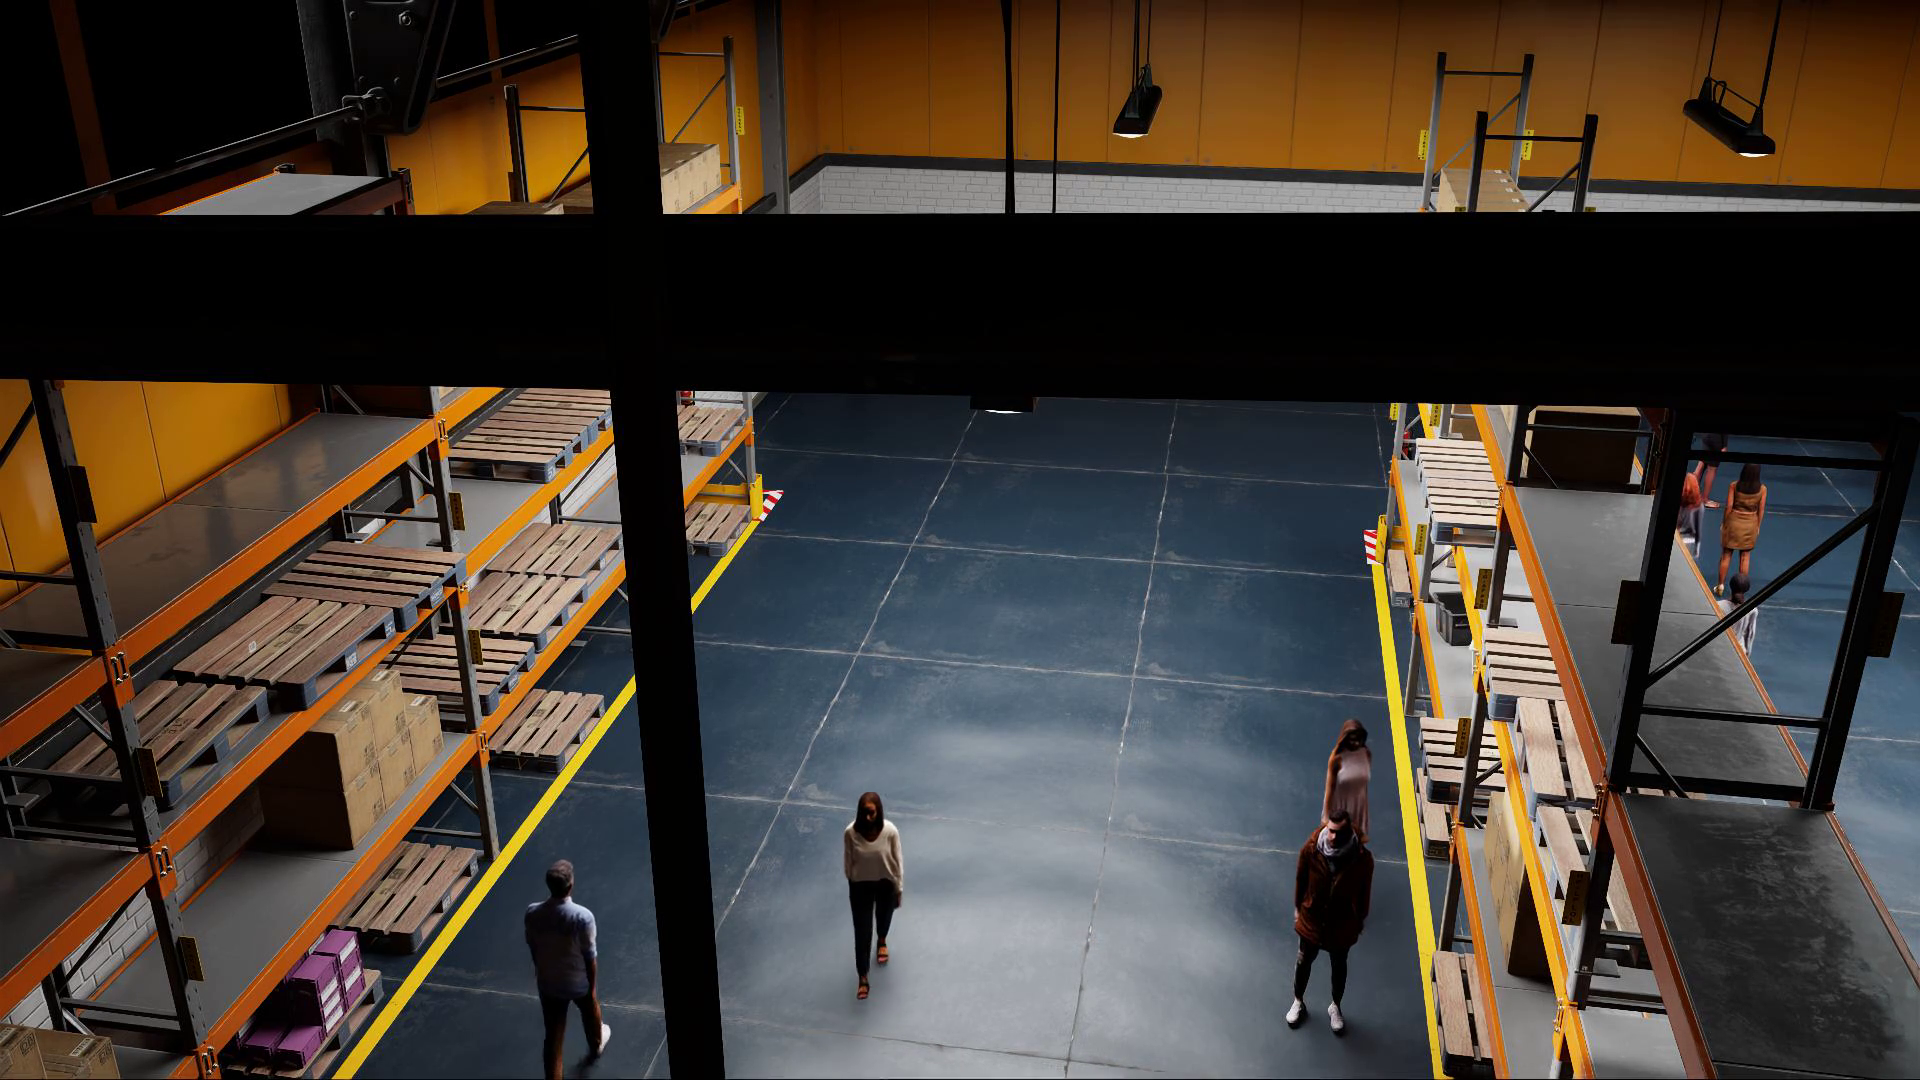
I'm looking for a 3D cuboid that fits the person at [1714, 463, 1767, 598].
[{"bbox_3d":[8.985,-0.142,19.153,0.591,1.688,0.543,7,25,16],"label":"person"}]

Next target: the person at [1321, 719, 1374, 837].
[{"bbox_3d":[3.151,2.234,13.618,0.654,1.768,0.688,-5,24,-12],"label":"person"}]

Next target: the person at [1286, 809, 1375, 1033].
[{"bbox_3d":[2.720,2.782,12.276,0.712,1.838,0.707,6,24,13],"label":"person"}]

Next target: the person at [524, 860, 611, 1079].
[{"bbox_3d":[-2.782,3.107,11.590,0.754,1.793,1.164,2,24,4],"label":"person"}]

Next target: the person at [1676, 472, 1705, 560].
[{"bbox_3d":[7.958,0.128,18.448,0.751,1.758,1.049,11,26,23],"label":"person"}]

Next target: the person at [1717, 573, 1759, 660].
[{"bbox_3d":[7.422,1.133,16.130,0.602,1.774,0.544,6,24,13],"label":"person"}]

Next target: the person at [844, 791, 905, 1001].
[{"bbox_3d":[-0.643,2.629,12.866,0.751,1.647,1.096,0,24,-1],"label":"person"}]
